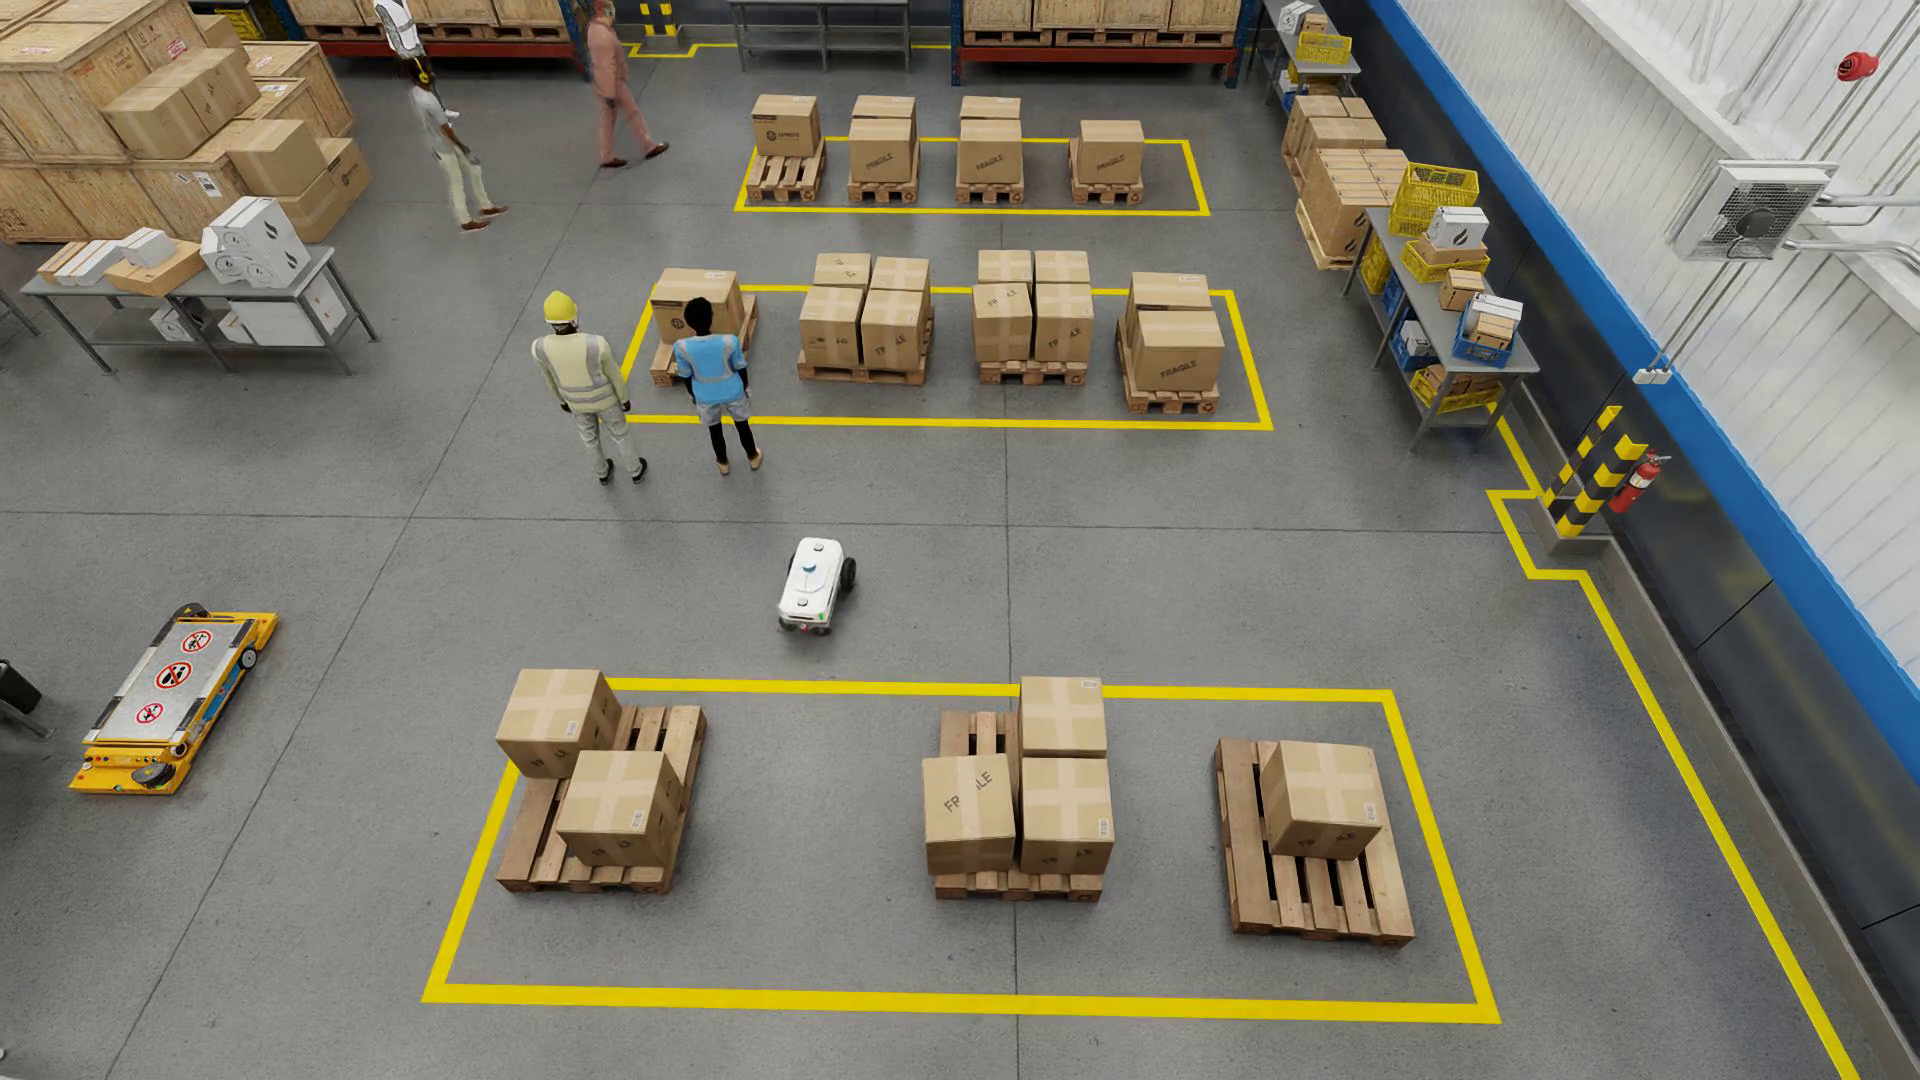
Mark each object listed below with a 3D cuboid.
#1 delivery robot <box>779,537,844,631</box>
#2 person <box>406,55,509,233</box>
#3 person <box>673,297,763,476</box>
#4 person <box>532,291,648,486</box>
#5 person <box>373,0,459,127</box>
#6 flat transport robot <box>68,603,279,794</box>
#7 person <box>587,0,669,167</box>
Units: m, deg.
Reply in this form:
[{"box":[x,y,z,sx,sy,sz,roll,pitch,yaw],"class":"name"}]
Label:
[{"box":[-1.101,0.320,6.835,0.477,0.478,0.707,5,50,5],"class":"delivery robot"},{"box":[-5.441,-4.270,9.939,0.710,1.847,0.526,-25,54,-20],"class":"person"},{"box":[-1.957,-1.207,7.442,0.537,1.694,0.321,-8,50,-6],"class":"person"},{"box":[-2.944,-1.164,7.326,0.597,1.824,0.404,-2,50,-2],"class":"person"},{"box":[-6.928,-6.189,11.521,0.383,1.912,0.593,-1,50,-1],"class":"person"},{"box":[-5.504,1.072,6.442,0.652,0.197,1.431,1,50,1],"class":"flat transport robot"},{"box":[-4.095,-5.435,10.930,0.964,1.835,0.655,-31,57,-24],"class":"person"}]
